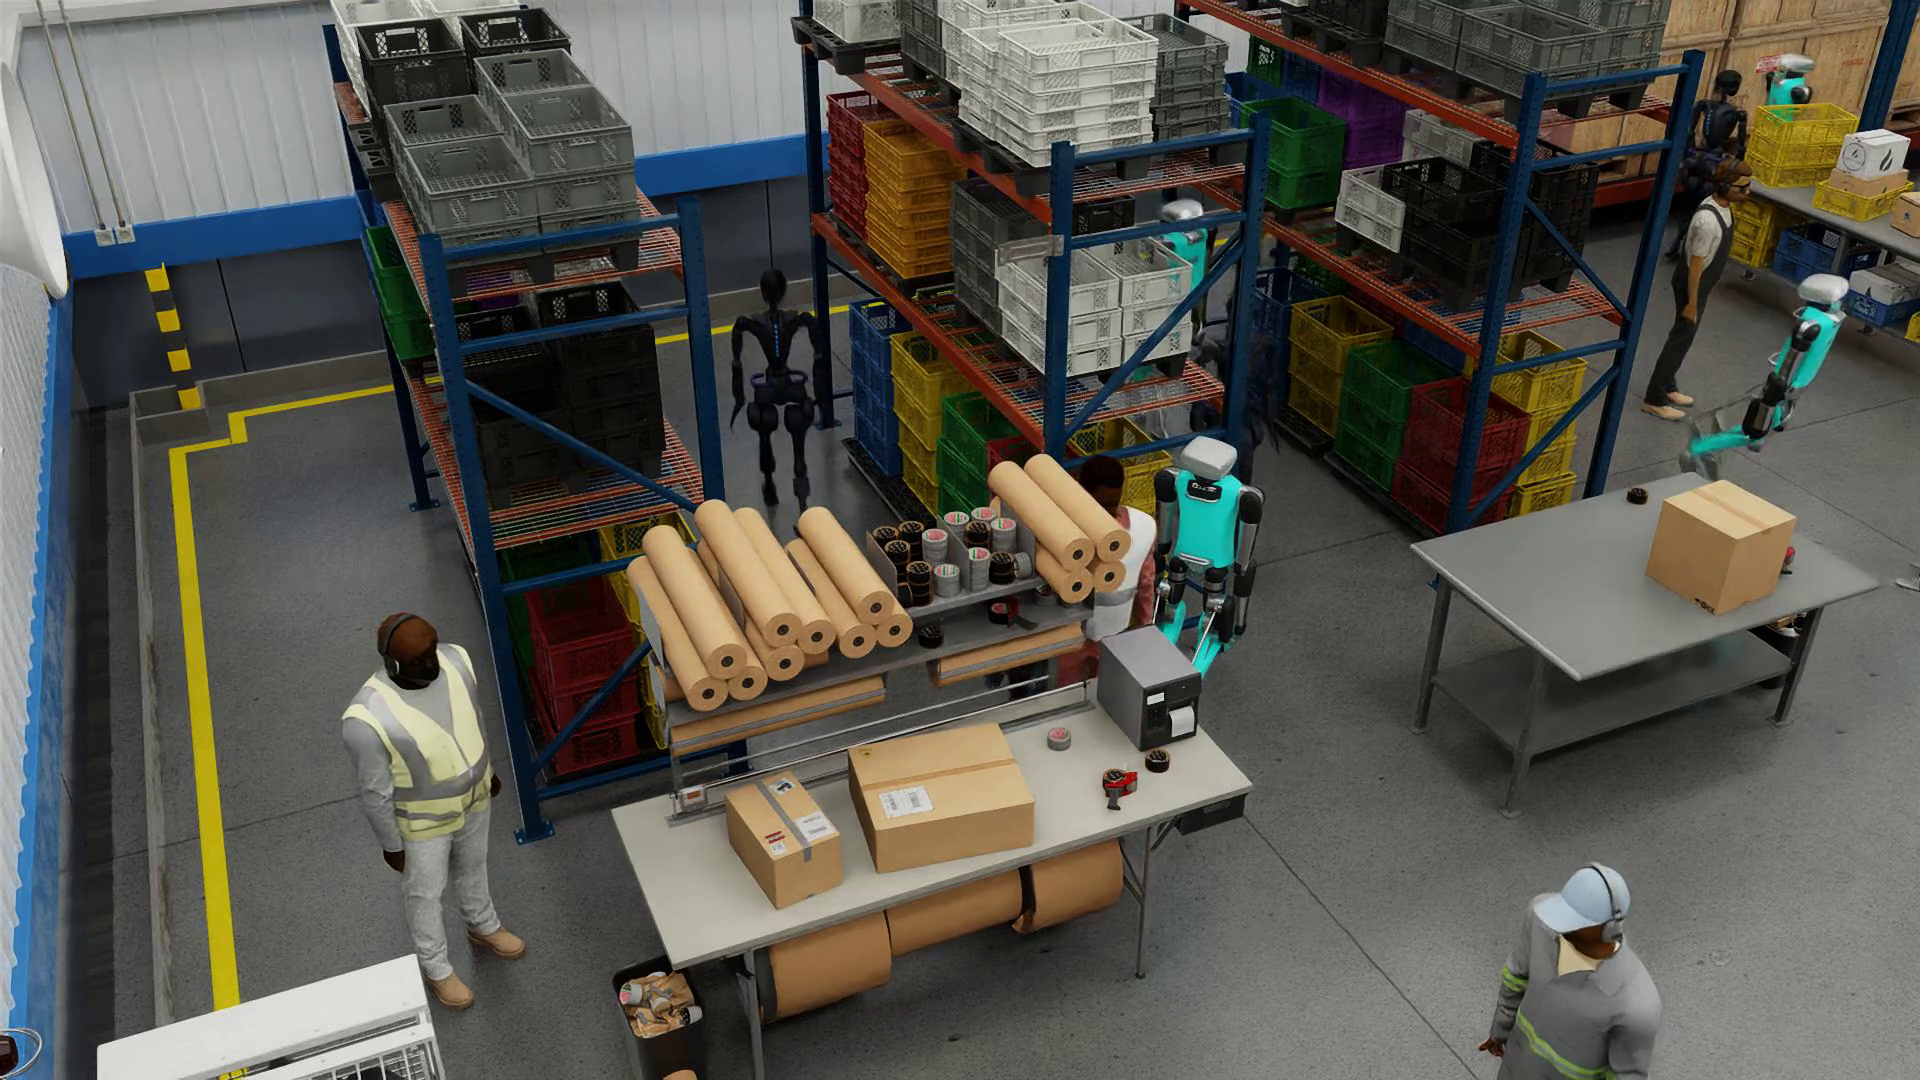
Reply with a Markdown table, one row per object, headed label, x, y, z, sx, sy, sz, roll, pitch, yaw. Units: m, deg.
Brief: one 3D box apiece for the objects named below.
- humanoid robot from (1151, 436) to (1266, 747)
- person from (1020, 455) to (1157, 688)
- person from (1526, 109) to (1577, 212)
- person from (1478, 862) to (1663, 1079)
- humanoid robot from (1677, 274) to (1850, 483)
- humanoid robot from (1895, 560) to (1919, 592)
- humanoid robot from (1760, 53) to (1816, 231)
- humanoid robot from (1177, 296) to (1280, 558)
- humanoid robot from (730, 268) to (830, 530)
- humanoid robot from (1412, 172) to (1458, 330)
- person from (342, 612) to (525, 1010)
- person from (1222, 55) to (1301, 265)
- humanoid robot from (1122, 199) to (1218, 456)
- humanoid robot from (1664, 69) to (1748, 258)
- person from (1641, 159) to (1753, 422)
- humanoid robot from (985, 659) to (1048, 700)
| label | x | y | z | sx | sy | sz | roll | pitch | yaw |
| --- | --- | --- | --- | --- | --- | --- | --- | --- | --- |
| humanoid robot | 1.038 | 0.387 | 7.813 | 0.533 | 1.677 | 0.735 | 16 | 35 | 24 |
| person | 0.585 | 0.434 | 7.713 | 0.625 | 1.907 | 0.414 | -1 | 32 | -2 |
| person | 4.799 | -3.037 | 13.483 | 0.526 | 1.759 | 0.337 | -27 | 41 | -36 |
| person | 1.956 | 1.793 | 5.548 | 0.387 | 1.850 | 0.598 | -12 | 34 | -19 |
| humanoid robot | 4.634 | -0.782 | 9.826 | 0.780 | 1.771 | 0.537 | 26 | 40 | 35 |
| humanoid robot | 5.721 | -0.498 | 9.323 | 0.736 | 1.725 | 0.530 | 16 | 35 | 25 |
| humanoid robot | 6.807 | -3.071 | 13.544 | 0.715 | 1.776 | 0.532 | -3 | 32 | -5 |
| humanoid robot | 1.572 | -0.710 | 9.803 | 0.588 | 1.637 | 0.662 | -10 | 33 | -16 |
| humanoid robot | -1.089 | -0.839 | 10.038 | 0.609 | 1.637 | 0.762 | -6 | 32 | -10 |
| humanoid robot | 3.575 | -2.179 | 12.188 | 0.613 | 1.639 | 0.667 | -10 | 33 | -16 |
| person | -2.098 | 1.070 | 6.733 | 0.429 | 1.841 | 0.633 | 17 | 35 | 25 |
| person | 2.564 | -3.177 | 13.572 | 0.782 | 1.903 | 0.564 | -4 | 32 | -6 |
| humanoid robot | 1.270 | -1.407 | 10.860 | 0.561 | 1.795 | 0.668 | -24 | 39 | -34 |
| humanoid robot | 6.089 | -2.986 | 13.466 | 0.377 | 1.648 | 0.601 | -16 | 35 | -24 |
| person | 4.971 | -1.685 | 11.217 | 0.336 | 1.838 | 0.505 | 17 | 35 | 25 |
| humanoid robot | 0.393 | 0.468 | 7.870 | 0.609 | 1.646 | 0.495 | -20 | 37 | -29 |
